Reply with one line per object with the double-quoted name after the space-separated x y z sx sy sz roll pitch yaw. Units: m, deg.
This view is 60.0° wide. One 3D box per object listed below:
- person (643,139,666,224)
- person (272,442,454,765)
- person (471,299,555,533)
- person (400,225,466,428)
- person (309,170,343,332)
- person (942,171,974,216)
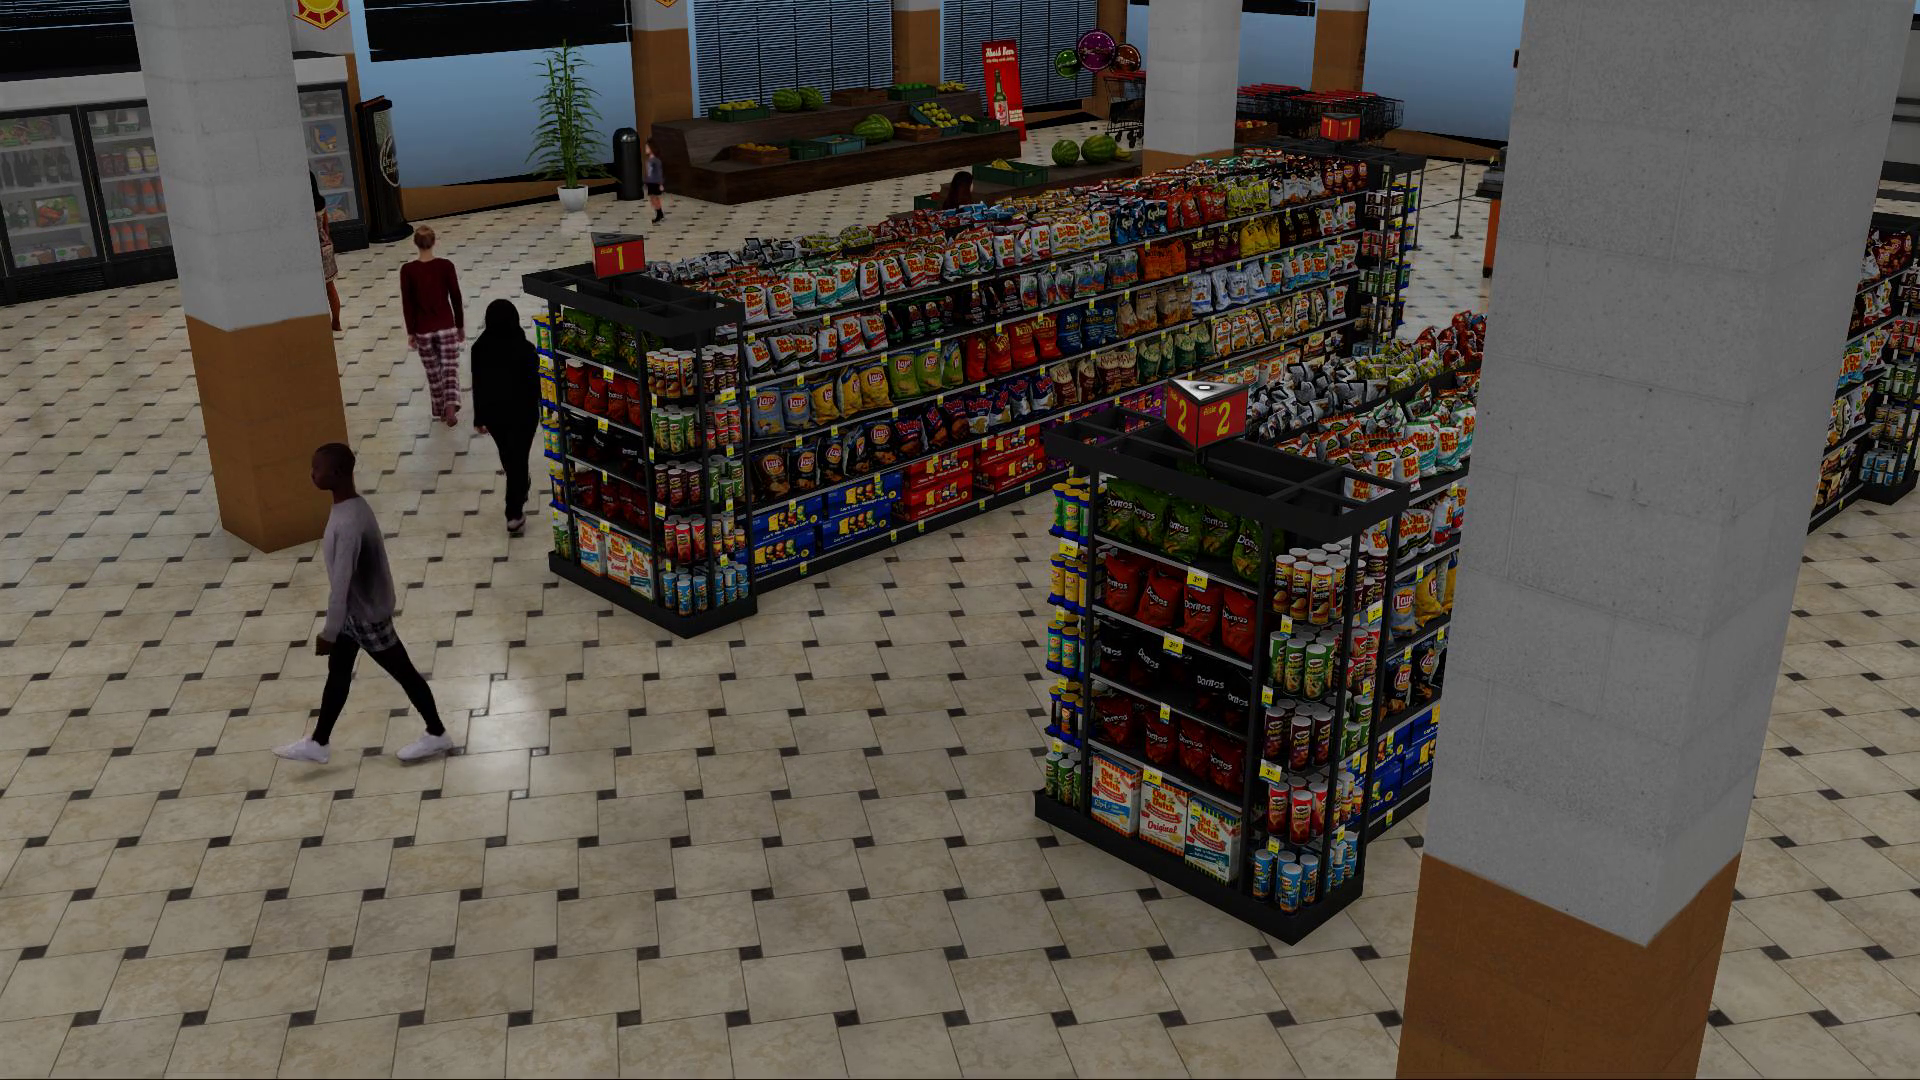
-3.975 -4.725 21.887 0.487 1.098 0.494 -17 28 -36 "person"
-2.885 0.354 8.393 1.163 1.733 0.832 -12 25 -28 "person"
-3.144 -0.829 11.553 1.051 1.573 1.129 0 22 1 "person"
-4.297 -1.717 13.620 0.985 1.679 0.924 -8 23 -18 "person"
-6.396 -2.861 16.513 0.783 1.645 0.629 8 23 18 "person"
-0.003 -2.820 16.423 0.625 1.637 0.615 16 27 35 "person"
